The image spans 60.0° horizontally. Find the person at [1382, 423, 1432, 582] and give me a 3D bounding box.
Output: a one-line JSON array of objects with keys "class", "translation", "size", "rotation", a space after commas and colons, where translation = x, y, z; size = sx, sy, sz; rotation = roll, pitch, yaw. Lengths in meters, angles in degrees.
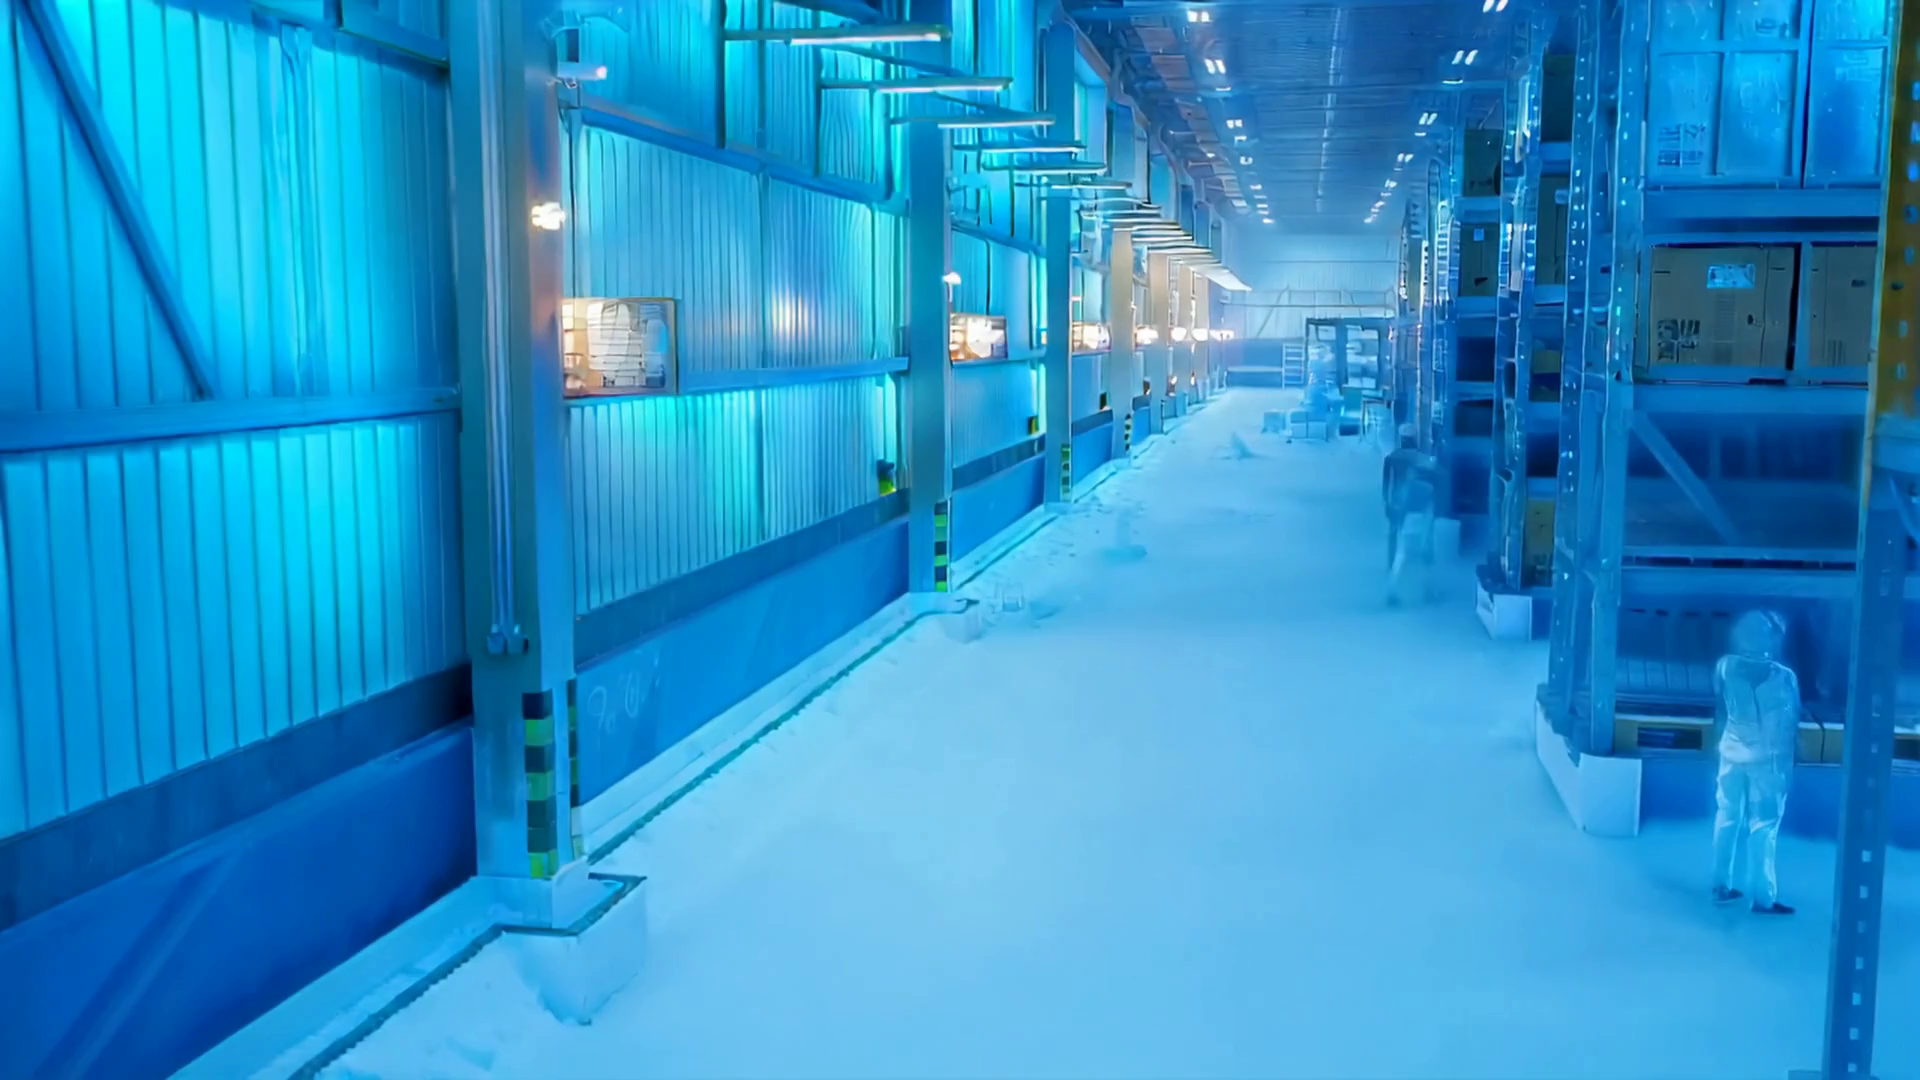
[{"class": "person", "translation": [5.579, -0.473, 20.805], "size": [0.623, 1.967, 0.771], "rotation": [1, 7, 9]}]

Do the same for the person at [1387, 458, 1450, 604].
[{"class": "person", "translation": [5.213, -0.105, 18.957], "size": [0.927, 1.670, 0.601], "rotation": [-4, 8, -30]}]

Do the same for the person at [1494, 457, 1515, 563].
[{"class": "person", "translation": [7.469, -0.546, 22.043], "size": [0.826, 1.804, 0.640], "rotation": [2, 7, 14]}]

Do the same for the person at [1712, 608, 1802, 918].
[{"class": "person", "translation": [4.234, 1.179, 8.860], "size": [0.309, 1.645, 0.514], "rotation": [-3, 8, -25]}]
